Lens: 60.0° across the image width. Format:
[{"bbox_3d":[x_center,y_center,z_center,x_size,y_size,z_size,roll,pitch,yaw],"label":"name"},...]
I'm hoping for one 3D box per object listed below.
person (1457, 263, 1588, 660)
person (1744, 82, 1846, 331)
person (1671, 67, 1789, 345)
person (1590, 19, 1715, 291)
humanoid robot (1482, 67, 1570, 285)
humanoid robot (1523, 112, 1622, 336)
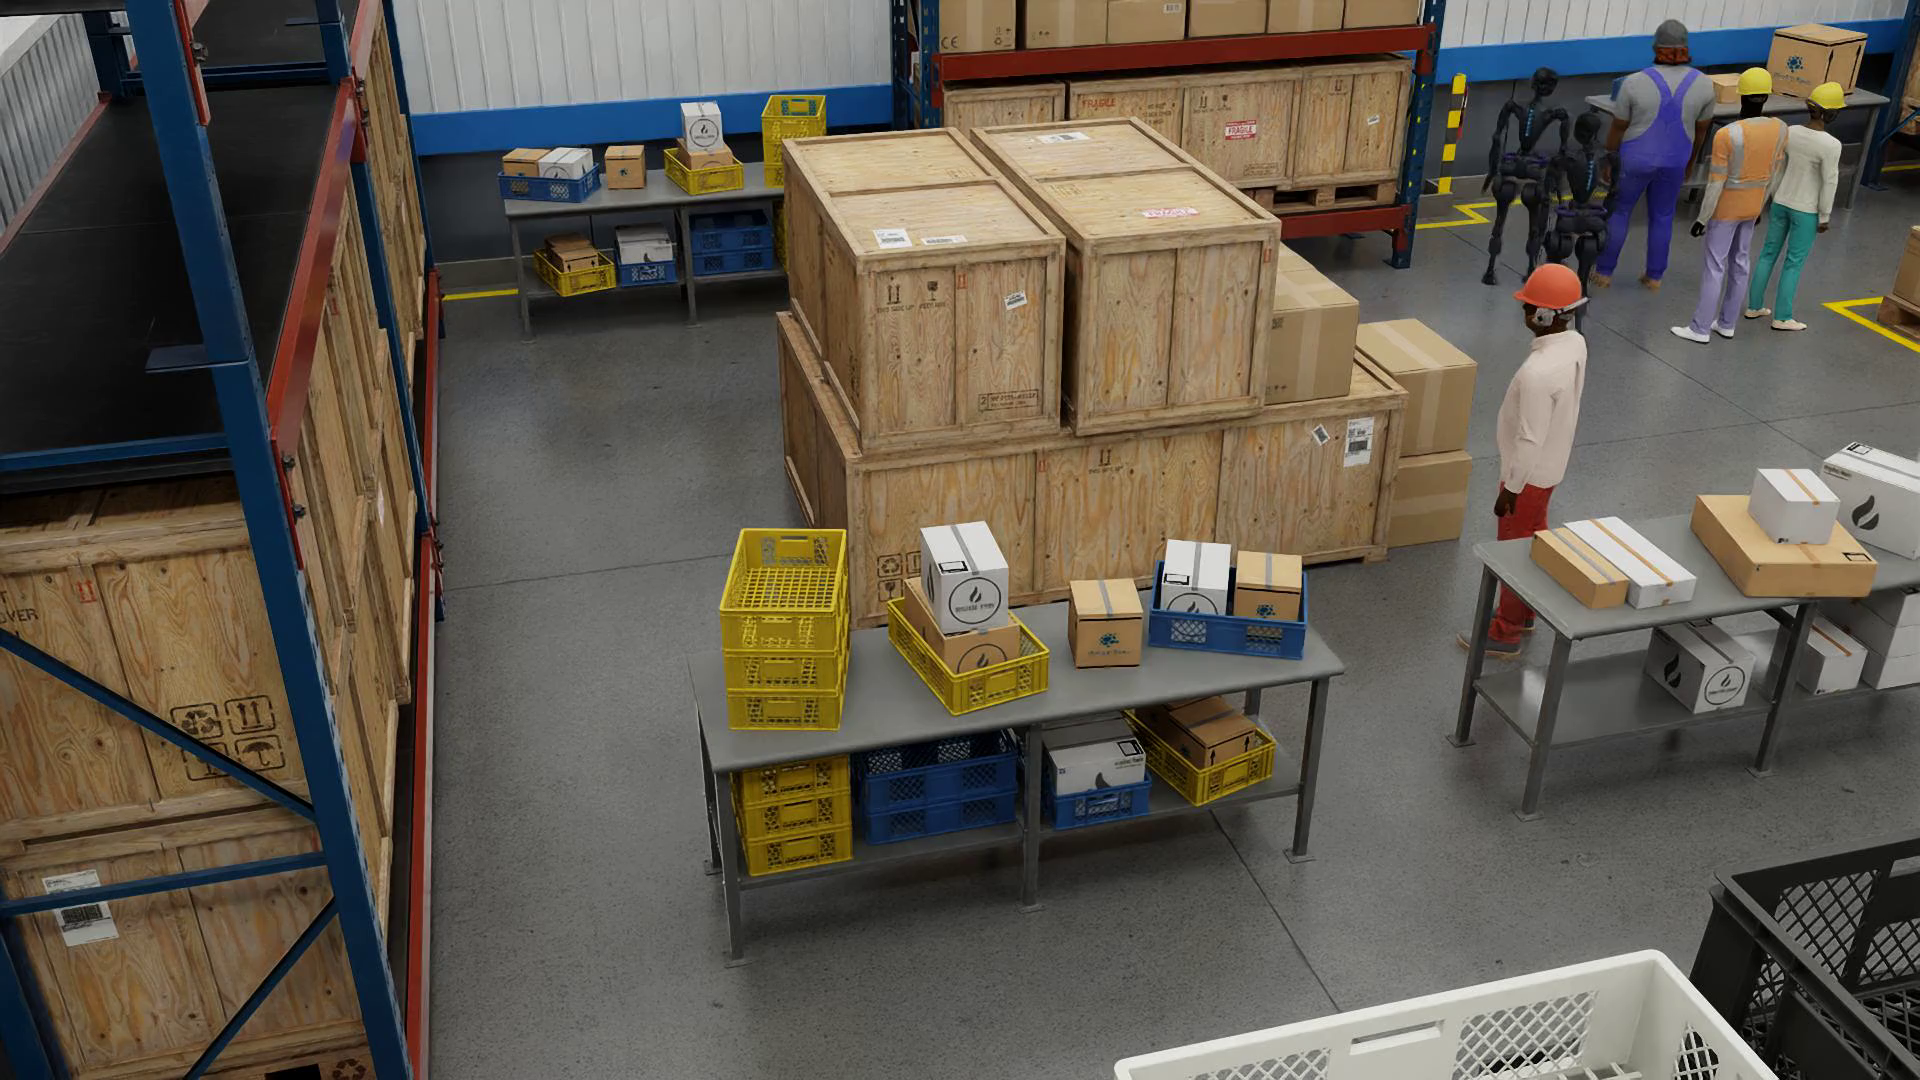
[{"bbox_3d":[2.719,-0.363,7.988,0.394,1.991,0.622,18,34,30],"label":"person"},{"bbox_3d":[5.992,-2.373,11.871,0.308,1.768,0.524,-11,31,-19],"label":"person"},{"bbox_3d":[5.373,-2.308,11.594,0.586,1.921,0.379,-10,30,-17],"label":"person"},{"bbox_3d":[5.196,-2.879,12.508,0.707,2.000,0.537,3,29,5],"label":"person"},{"bbox_3d":[4.296,-2.760,12.673,0.627,1.639,0.417,15,32,25],"label":"humanoid robot"},{"bbox_3d":[4.312,-2.172,11.626,0.582,1.639,0.651,2,29,3],"label":"humanoid robot"}]
